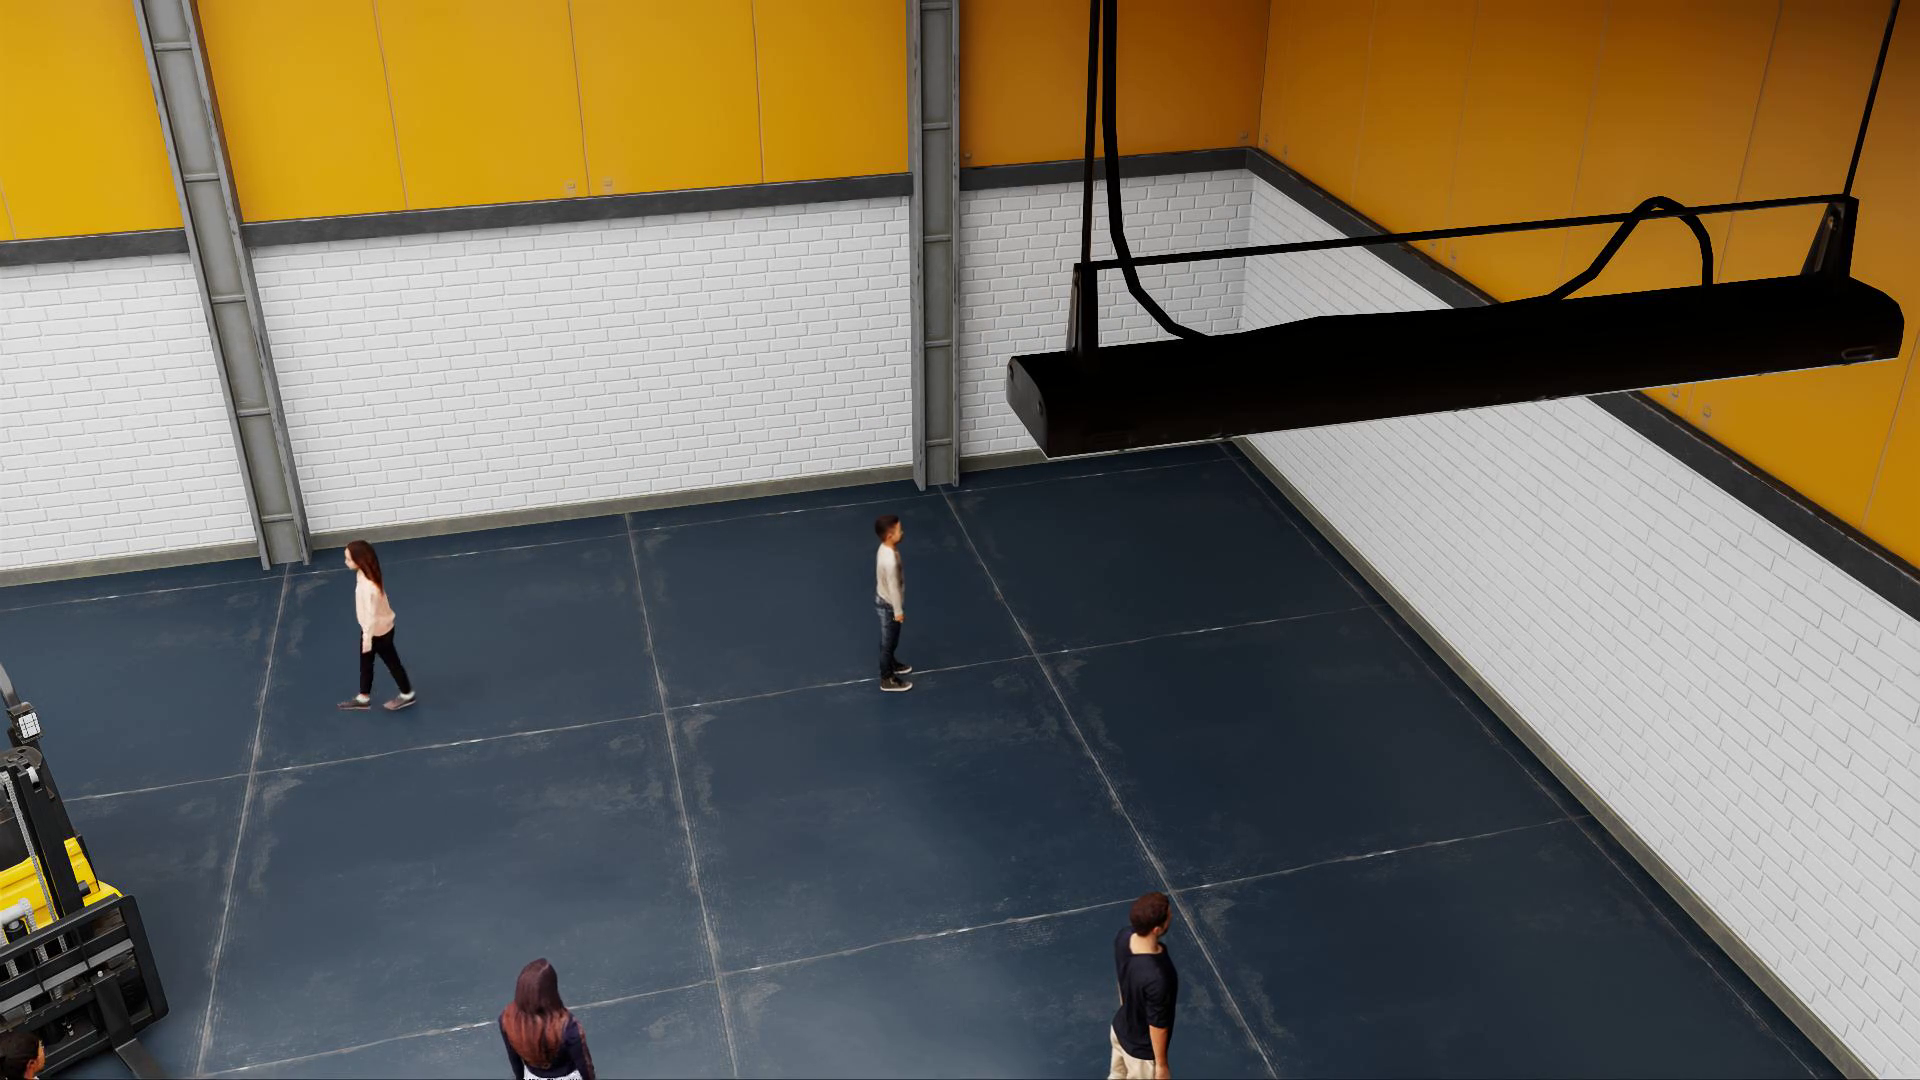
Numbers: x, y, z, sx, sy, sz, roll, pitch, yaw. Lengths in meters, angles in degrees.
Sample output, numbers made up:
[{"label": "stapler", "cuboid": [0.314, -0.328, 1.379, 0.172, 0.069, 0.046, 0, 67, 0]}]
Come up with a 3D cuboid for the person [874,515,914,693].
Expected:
[{"label": "person", "cuboid": [-0.553, 0.473, 12.841, 0.560, 1.462, 0.589, -2, 29, -4]}]

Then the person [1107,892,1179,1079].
[{"label": "person", "cuboid": [0.922, 2.571, 8.588, 0.561, 1.852, 0.641, -9, 30, -16]}]

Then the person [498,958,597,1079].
[{"label": "person", "cuboid": [-2.056, 2.771, 8.473, 0.648, 1.610, 0.753, 6, 29, 10]}]

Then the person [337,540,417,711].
[{"label": "person", "cuboid": [-4.325, 0.645, 12.523, 0.849, 1.464, 0.698, -15, 32, -25]}]
